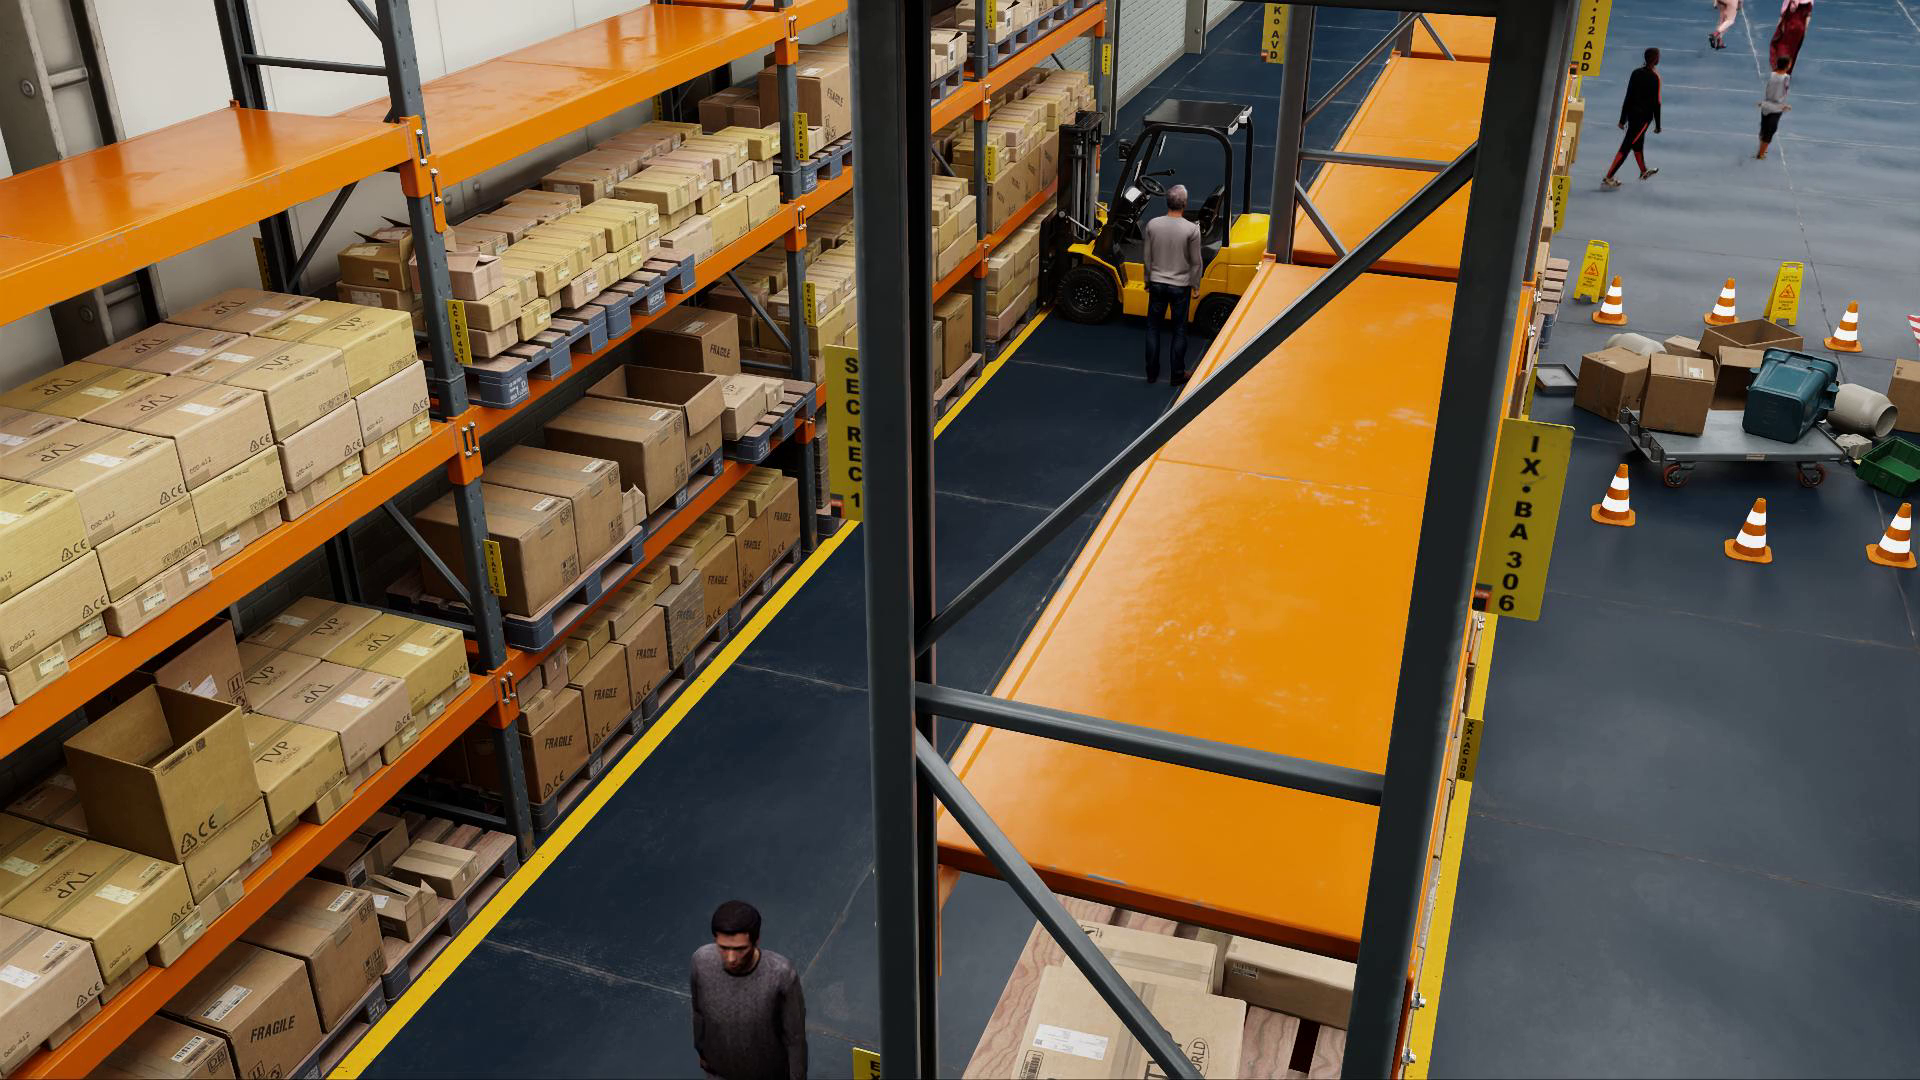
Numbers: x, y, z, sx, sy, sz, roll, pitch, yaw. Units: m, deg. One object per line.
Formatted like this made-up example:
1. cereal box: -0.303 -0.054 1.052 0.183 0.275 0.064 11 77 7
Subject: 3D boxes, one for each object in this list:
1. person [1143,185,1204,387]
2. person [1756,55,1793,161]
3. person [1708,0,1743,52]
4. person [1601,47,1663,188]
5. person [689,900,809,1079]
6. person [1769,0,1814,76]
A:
1. person: 1.978 -2.384 15.610 0.742 1.911 0.641 13 30 22
2. person: 11.149 -5.974 22.851 0.868 1.442 0.777 -23 36 -36
3. person: 13.314 -9.353 28.910 1.033 1.711 0.909 -19 34 -32
4. person: 8.669 -5.395 21.432 1.217 1.754 1.183 -11 30 -20
5. person: -0.852 2.207 7.110 0.849 1.799 1.224 5 28 9
6. person: 13.578 -8.349 27.116 0.693 1.625 0.690 6 29 11
